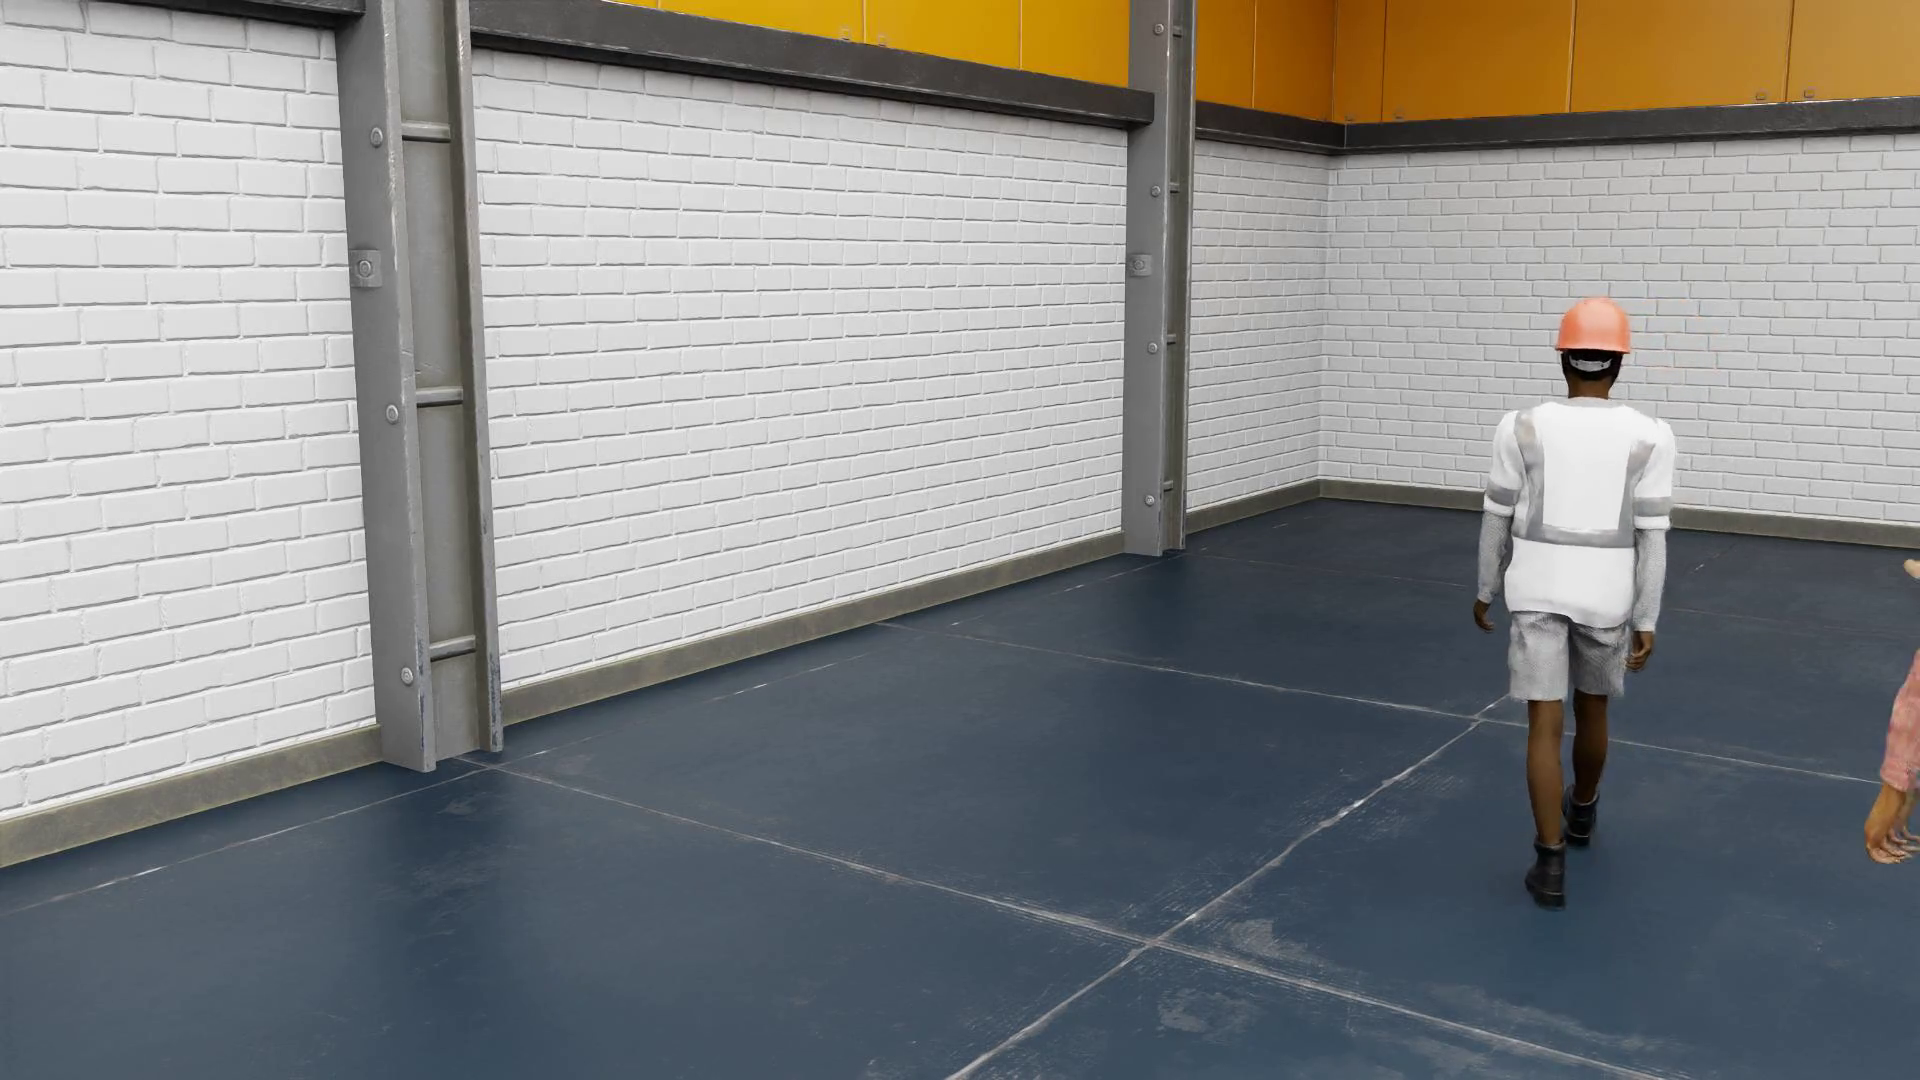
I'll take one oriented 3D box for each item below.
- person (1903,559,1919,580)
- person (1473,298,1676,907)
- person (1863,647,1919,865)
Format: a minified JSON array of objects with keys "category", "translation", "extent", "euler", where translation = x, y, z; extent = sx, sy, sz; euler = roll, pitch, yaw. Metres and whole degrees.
[{"category":"person","translation":[6.015,-0.507,9.780],"extent":[0.643,1.792,0.944],"euler":[-6,11,-31]},{"category":"person","translation":[1.991,0.166,5.469],"extent":[0.570,1.891,0.941],"euler":[3,10,15]},{"category":"person","translation":[2.133,0.529,3.227],"extent":[1.048,1.916,0.659],"euler":[-4,11,-25]}]
